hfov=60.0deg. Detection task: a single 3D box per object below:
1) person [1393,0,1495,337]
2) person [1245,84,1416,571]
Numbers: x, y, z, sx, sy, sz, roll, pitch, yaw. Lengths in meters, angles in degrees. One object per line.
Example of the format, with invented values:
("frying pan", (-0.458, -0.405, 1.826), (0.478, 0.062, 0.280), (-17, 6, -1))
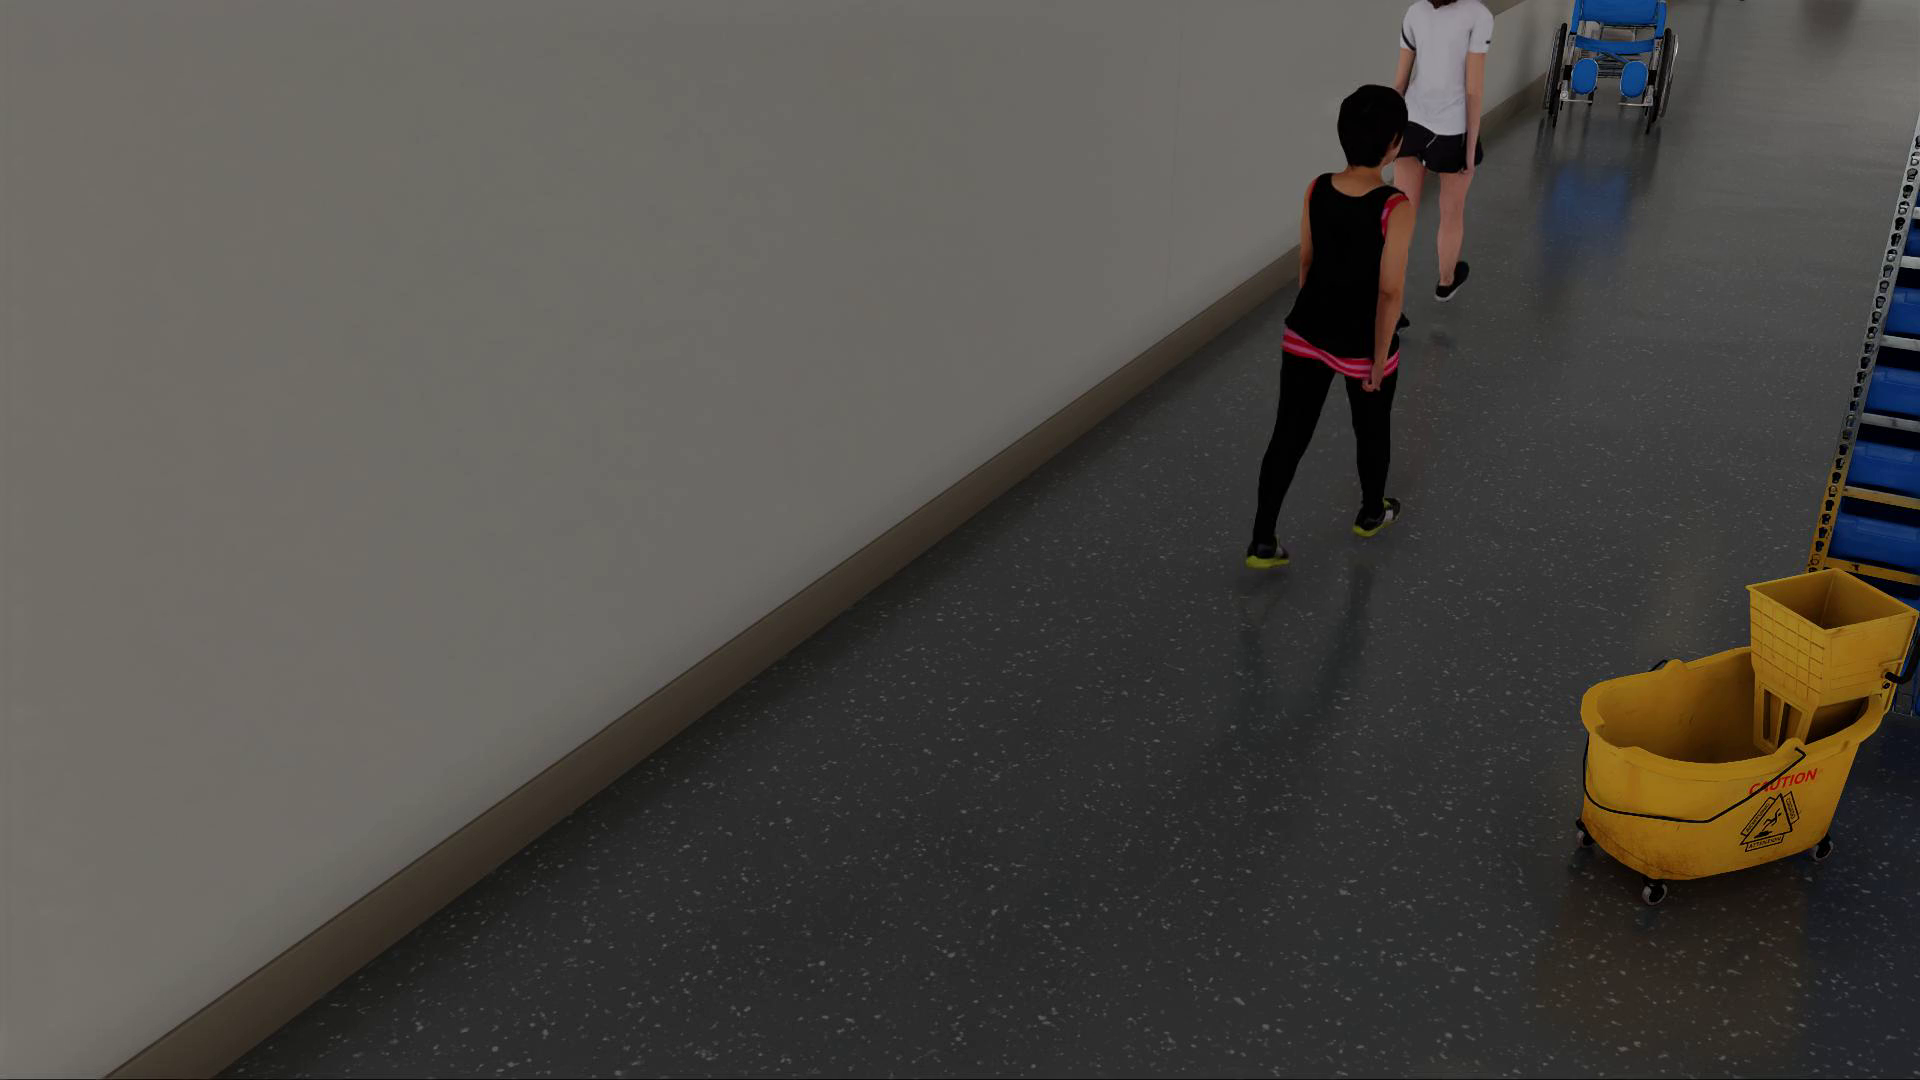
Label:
("person", (2.024, -1.699, 7.224), (1.045, 1.703, 0.665), (15, 29, 28))
("person", (1.134, -0.602, 5.161), (0.985, 1.518, 0.707), (19, 32, 34))
